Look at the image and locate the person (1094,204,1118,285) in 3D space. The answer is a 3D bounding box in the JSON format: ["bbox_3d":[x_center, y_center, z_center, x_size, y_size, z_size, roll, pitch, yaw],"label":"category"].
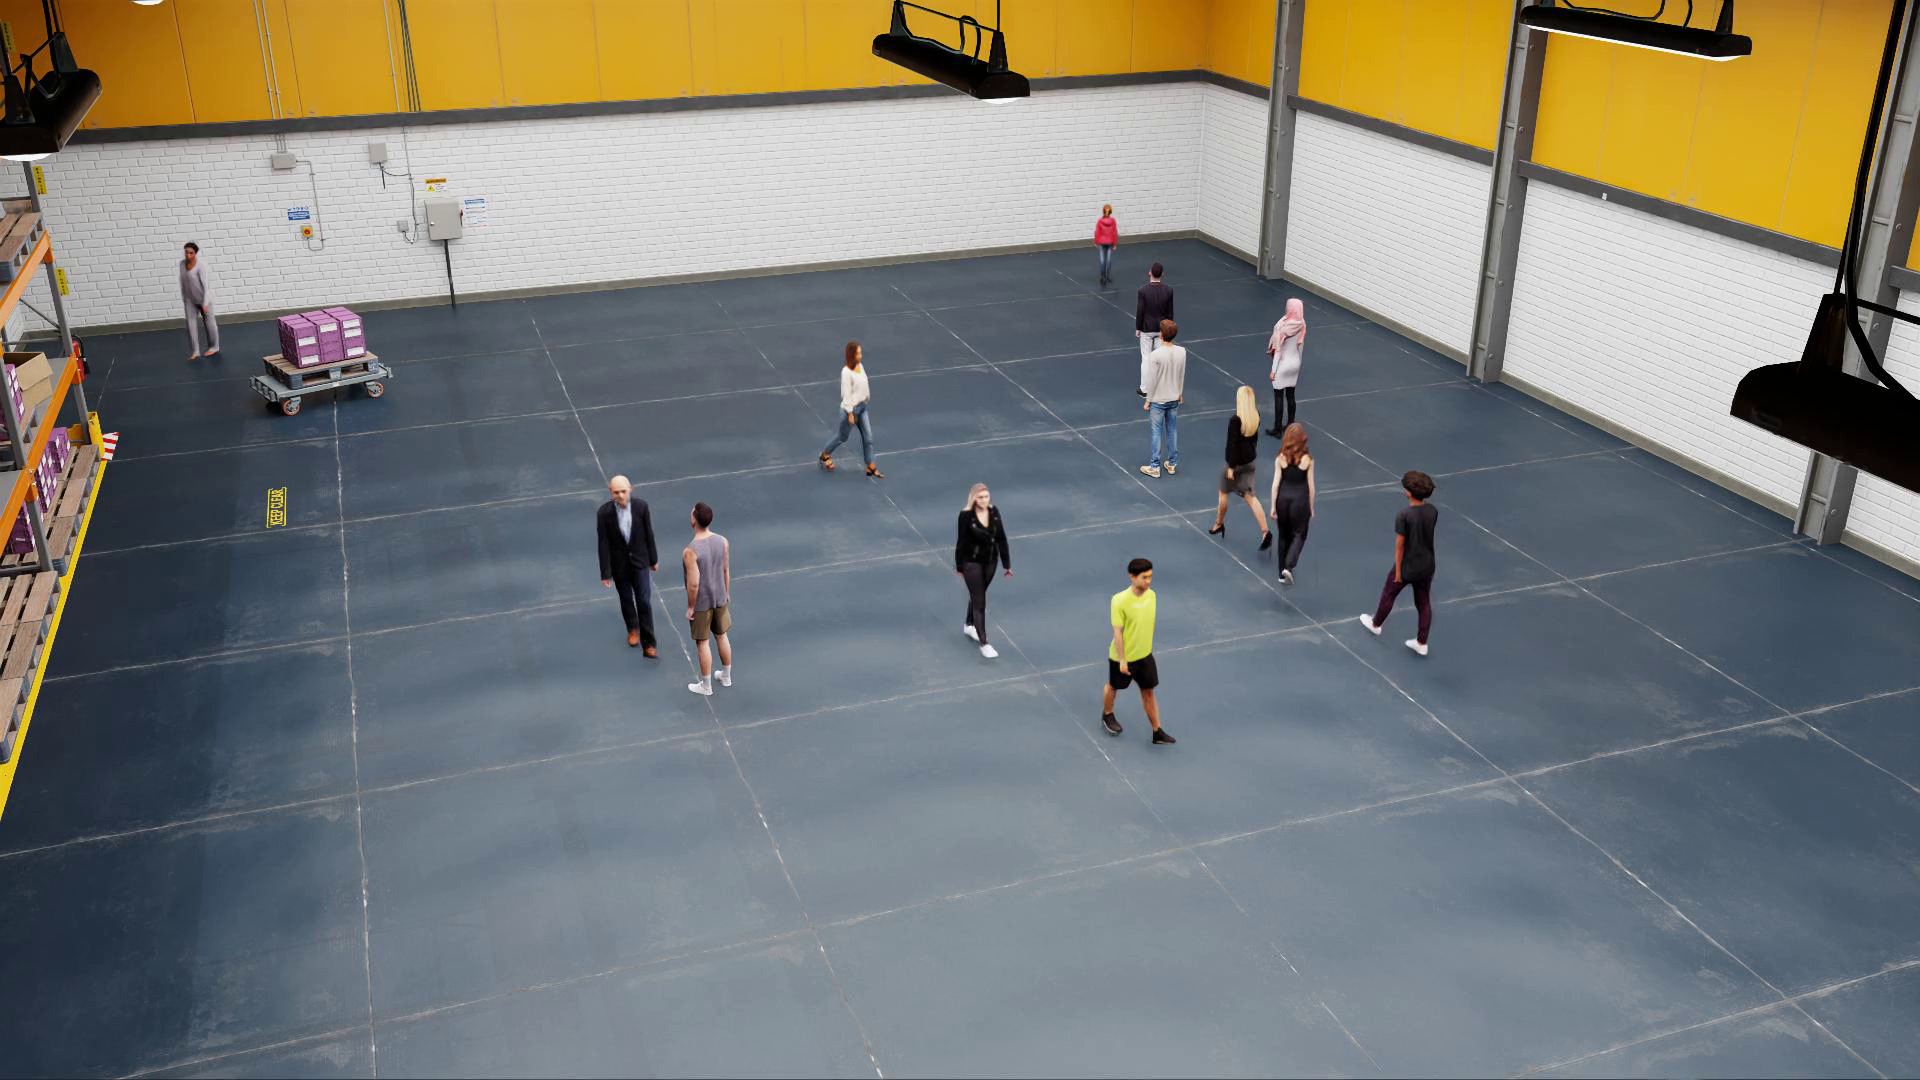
[{"bbox_3d":[2.463,-4.962,27.963,0.600,1.299,0.747,-4,24,-9],"label":"person"}]

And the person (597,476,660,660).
[{"bbox_3d":[-3.112,0.197,15.580,0.760,1.763,1.092,-6,24,-13],"label":"person"}]

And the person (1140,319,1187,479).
[{"bbox_3d":[2.426,-1.678,19.694,0.682,1.905,0.596,-11,26,-23],"label":"person"}]

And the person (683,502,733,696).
[{"bbox_3d":[-2.252,0.521,14.824,0.728,1.846,0.717,21,31,39],"label":"person"}]

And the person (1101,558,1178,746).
[{"bbox_3d":[1.391,0.909,14.068,0.736,1.669,1.071,-12,26,-26],"label":"person"}]

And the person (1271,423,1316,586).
[{"bbox_3d":[3.344,-0.311,16.786,0.888,1.729,0.979,7,25,16],"label":"person"}]

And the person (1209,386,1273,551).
[{"bbox_3d":[3.049,-0.716,17.619,0.873,1.804,1.232,-17,29,-34],"label":"person"}]

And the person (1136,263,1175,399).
[{"bbox_3d":[2.607,-2.832,22.410,0.712,1.844,0.634,-3,24,-6],"label":"person"}]

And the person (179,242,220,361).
[{"bbox_3d":[-11.014,-3.484,24.081,0.885,1.700,1.000,7,24,15],"label":"person"}]

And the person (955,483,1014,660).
[{"bbox_3d":[0.143,0.218,15.670,0.753,1.654,1.046,-14,27,-29],"label":"person"}]

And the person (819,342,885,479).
[{"bbox_3d":[-1.345,-1.534,19.696,1.161,1.639,1.082,12,26,25],"label":"person"}]

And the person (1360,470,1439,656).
[{"bbox_3d":[4.278,0.243,15.486,0.631,1.755,0.979,-9,25,-19],"label":"person"}]

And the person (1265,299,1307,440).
[{"bbox_3d":[4.110,-2.167,20.944,0.663,1.800,0.628,-12,26,-25],"label":"person"}]
